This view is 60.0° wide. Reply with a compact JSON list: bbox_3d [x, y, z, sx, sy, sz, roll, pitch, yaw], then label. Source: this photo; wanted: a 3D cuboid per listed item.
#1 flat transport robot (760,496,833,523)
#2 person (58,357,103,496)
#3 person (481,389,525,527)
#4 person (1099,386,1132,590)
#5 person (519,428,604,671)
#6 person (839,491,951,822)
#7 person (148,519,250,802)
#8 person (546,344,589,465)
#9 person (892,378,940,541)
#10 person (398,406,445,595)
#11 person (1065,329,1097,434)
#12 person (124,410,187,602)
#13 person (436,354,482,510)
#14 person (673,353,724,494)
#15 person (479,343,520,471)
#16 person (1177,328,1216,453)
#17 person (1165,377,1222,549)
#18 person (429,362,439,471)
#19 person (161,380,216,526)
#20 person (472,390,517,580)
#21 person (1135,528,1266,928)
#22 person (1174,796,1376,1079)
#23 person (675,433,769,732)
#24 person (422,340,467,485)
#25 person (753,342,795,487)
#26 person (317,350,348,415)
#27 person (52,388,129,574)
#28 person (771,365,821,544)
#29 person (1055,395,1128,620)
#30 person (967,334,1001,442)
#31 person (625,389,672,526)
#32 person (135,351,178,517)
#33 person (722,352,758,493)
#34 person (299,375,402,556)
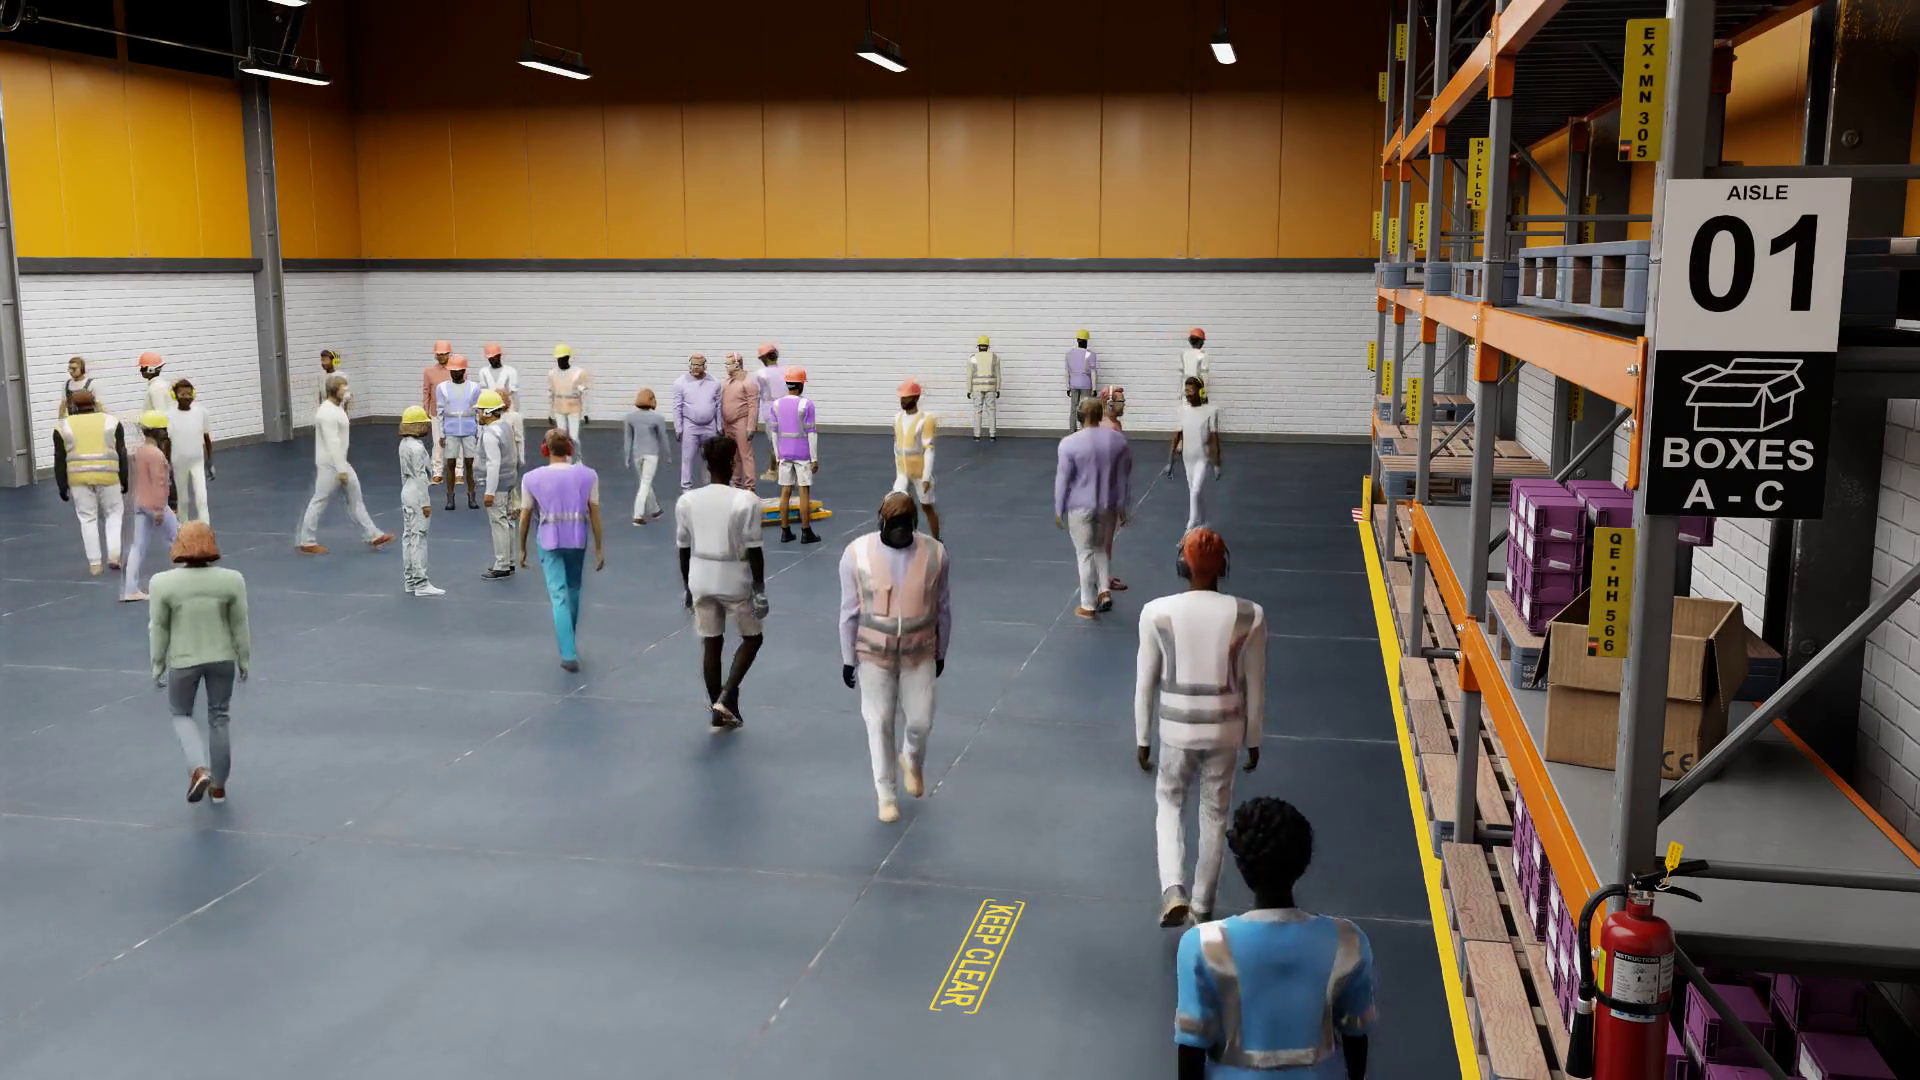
[{"bbox_3d":[-2.272,-0.342,19.592,1.431,0.197,0.652,-7,12,-38],"label":"flat transport robot"},{"bbox_3d":[-11.569,-1.471,21.763,0.519,1.812,0.842,2,10,13],"label":"person"},{"bbox_3d":[-5.337,-0.982,19.472,0.515,1.593,0.838,3,10,15],"label":"person"},{"bbox_3d":[1.406,-0.495,15.601,0.400,1.907,0.645,-1,9,-3],"label":"person"},{"bbox_3d":[-3.053,0.048,12.650,0.591,1.790,0.955,-5,11,-26],"label":"person"},{"bbox_3d":[-0.356,0.622,9.122,0.621,1.823,0.467,-1,10,-7],"label":"person"},{"bbox_3d":[-4.233,0.690,9.294,0.518,1.622,0.392,-6,11,-32],"label":"person"},{"bbox_3d":[-5.612,-1.846,23.730,0.607,1.906,0.423,1,10,8],"label":"person"},{"bbox_3d":[-0.494,-0.696,16.886,0.561,1.884,0.980,7,12,36],"label":"person"},{"bbox_3d":[-4.973,-0.363,15.304,0.302,1.744,0.493,-7,12,-36],"label":"person"},{"bbox_3d":[2.078,-2.632,28.415,0.592,1.926,0.366,5,11,28],"label":"person"},{"bbox_3d":[-7.196,-0.315,15.070,0.528,1.727,0.882,8,13,41],"label":"person"},{"bbox_3d":[-6.176,-1.334,20.574,0.546,1.933,0.376,-3,10,-18],"label":"person"},{"bbox_3d":[-3.332,-1.434,21.268,0.649,1.904,0.401,-4,10,-24],"label":"person"},{"bbox_3d":[-6.641,-1.885,23.989,0.553,1.906,0.456,0,9,1],"label":"person"},{"bbox_3d":[3.794,-2.398,26.772,0.630,2.008,0.866,9,13,43],"label":"person"},{"bbox_3d":[2.426,-0.805,17.672,0.570,1.834,0.858,9,13,42],"label":"person"},{"bbox_3d":[-7.546,-1.790,24.304,0.526,1.598,0.811,0,9,2],"label":"person"},{"bbox_3d":[-8.106,-0.770,17.499,0.555,1.819,0.988,-6,11,-34],"label":"person"},{"bbox_3d":[-4.481,-0.529,16.022,0.404,1.835,0.590,0,9,0],"label":"person"},{"bbox_3d":[1.077,0.876,7.470,0.576,1.872,0.467,1,10,7],"label":"person"},{"bbox_3d":[0.801,1.479,4.390,0.550,1.666,0.718,-1,9,-5],"label":"person"},{"bbox_3d":[-1.519,0.287,10.738,0.643,1.952,0.419,3,10,19],"label":"person"},{"bbox_3d":[-7.079,-1.750,22.894,0.611,1.995,0.375,-1,9,-7],"label":"person"},{"bbox_3d":[-2.493,-1.703,22.691,0.650,1.986,1.045,-7,12,-35],"label":"person"},{"bbox_3d":[-8.744,-1.723,23.174,0.511,1.856,0.378,2,10,15],"label":"person"},{"bbox_3d":[-8.504,-0.572,16.308,0.652,1.822,0.434,-4,10,-25],"label":"person"},{"bbox_3d":[-1.781,-0.925,18.098,0.543,1.938,0.356,4,10,23],"label":"person"},{"bbox_3d":[1.099,-0.269,14.173,0.656,1.925,0.436,-4,10,-25],"label":"person"},{"bbox_3d":[0.405,-2.592,28.451,0.586,1.835,0.403,-1,9,-5],"label":"person"},{"bbox_3d":[-3.649,-0.980,19.475,0.515,1.577,0.879,3,10,17],"label":"person"},{"bbox_3d":[-9.608,-1.259,19.937,0.394,1.994,0.612,-3,10,-20],"label":"person"},{"bbox_3d":[-2.877,-1.465,21.464,0.399,1.903,0.643,-9,13,-42],"label":"person"},{"bbox_3d":[-6.446,-0.773,17.346,1.044,1.878,0.662,-2,10,-11],"label":"person"}]
